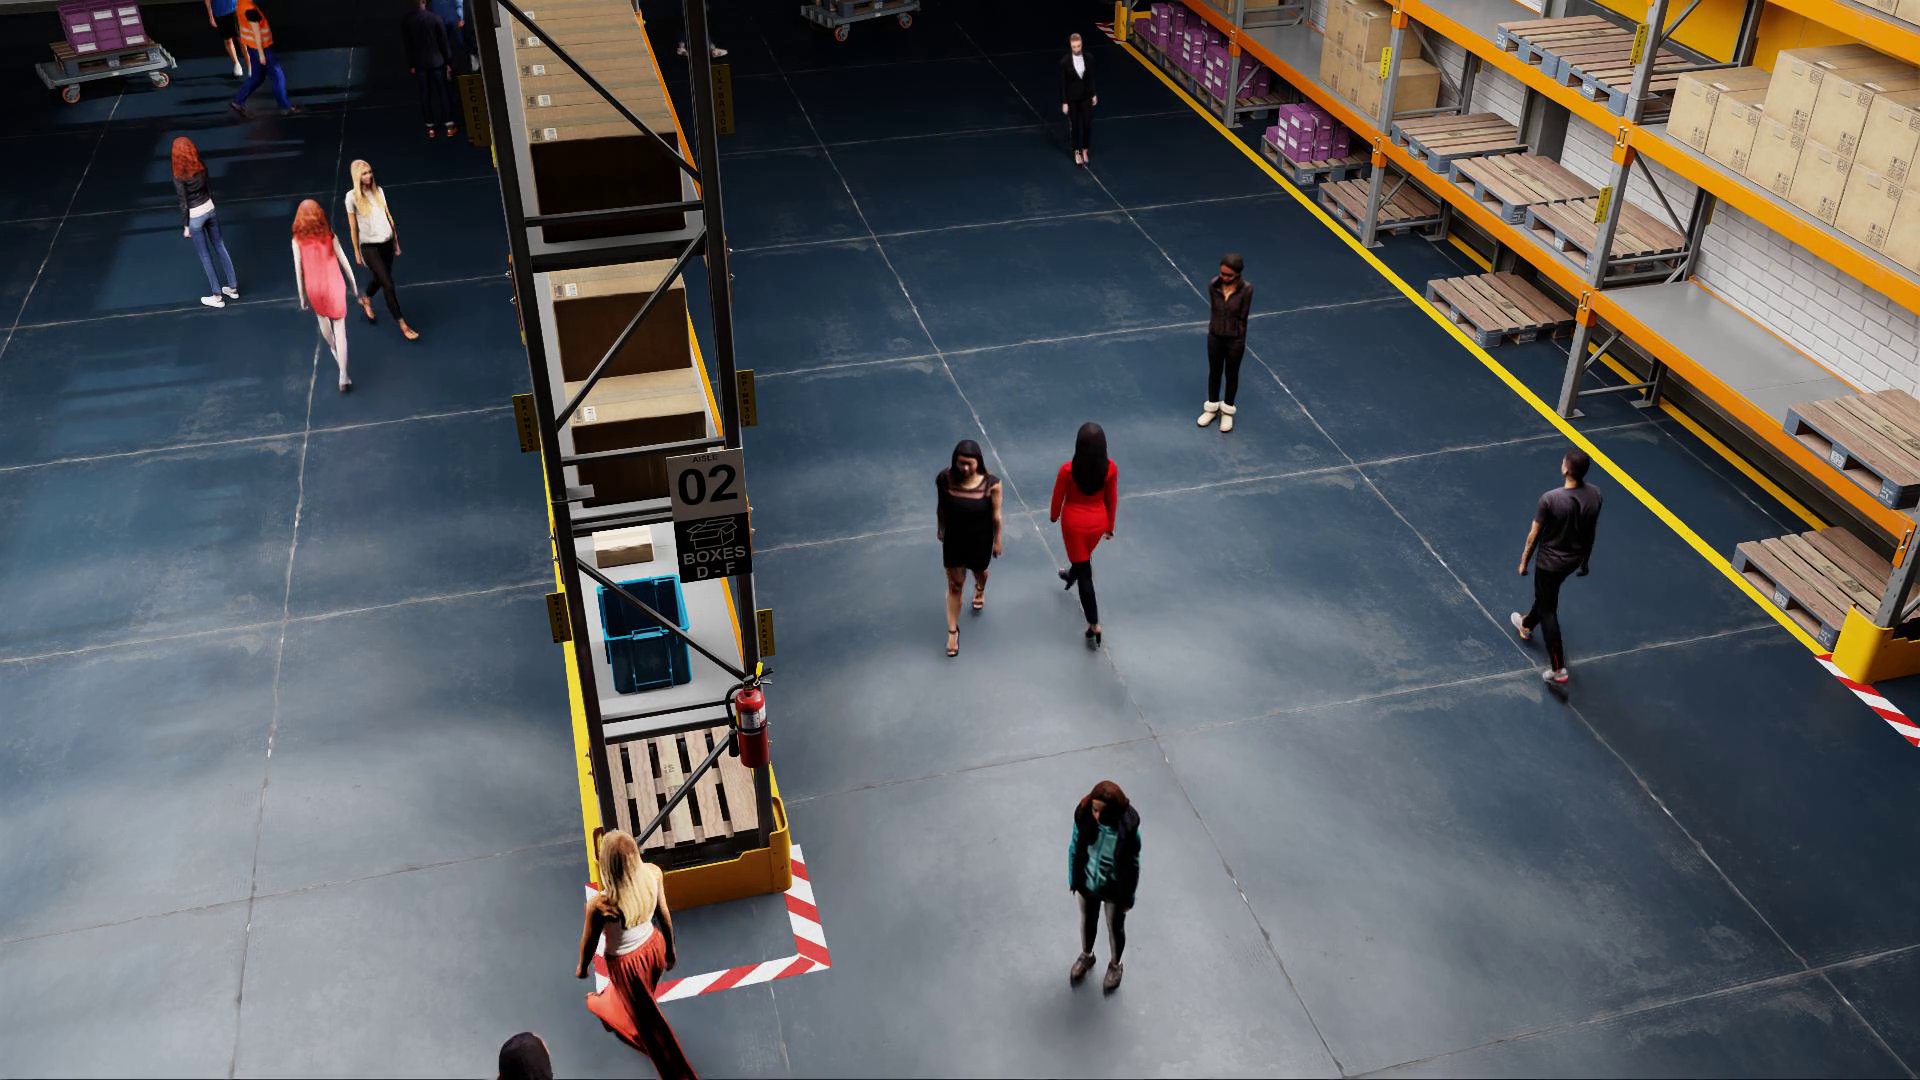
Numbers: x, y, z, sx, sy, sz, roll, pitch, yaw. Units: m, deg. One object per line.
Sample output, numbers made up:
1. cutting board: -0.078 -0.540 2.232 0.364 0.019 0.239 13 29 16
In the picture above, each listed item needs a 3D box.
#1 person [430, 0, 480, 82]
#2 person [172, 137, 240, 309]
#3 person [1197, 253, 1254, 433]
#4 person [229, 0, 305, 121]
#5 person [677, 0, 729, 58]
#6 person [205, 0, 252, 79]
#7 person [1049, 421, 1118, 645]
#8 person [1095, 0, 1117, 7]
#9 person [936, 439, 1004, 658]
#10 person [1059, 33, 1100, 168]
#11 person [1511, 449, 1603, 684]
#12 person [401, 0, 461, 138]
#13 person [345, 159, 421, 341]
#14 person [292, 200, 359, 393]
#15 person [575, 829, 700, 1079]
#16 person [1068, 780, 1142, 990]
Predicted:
1. person: -7.033 -7.268 22.987 1.036 1.774 1.241 7 34 11
2. person: -7.711 -3.247 16.926 0.730 1.787 0.662 15 37 22
3. person: 2.390 -1.814 14.885 0.760 1.659 0.701 -5 34 -7
4. person: -9.161 -6.348 21.523 1.005 1.861 1.167 -22 39 -29
5. person: -3.873 -7.608 23.798 0.775 1.441 0.972 0 34 -1
6. person: -10.176 -7.336 23.032 0.754 1.837 1.040 -14 36 -20
7. person: 0.929 -0.013 12.148 0.634 1.690 1.107 -10 35 -15
8. person: 2.298 -9.367 26.109 0.779 1.813 0.594 -1 34 -2
9. person: 0.080 -0.039 12.204 0.930 1.670 1.154 4 34 7
10. person: 1.409 -5.360 20.210 0.693 1.669 0.626 -8 34 -12
11. person: 4.260 0.217 11.771 0.659 1.724 1.154 -8 34 -11
12. person: -6.735 -6.035 21.093 0.731 1.817 0.640 -3 34 -5
13. person: -5.804 -2.874 16.357 1.197 1.794 1.103 19 38 26
14. person: -5.854 -2.215 15.364 0.646 1.796 0.975 -8 34 -11
15. person: -1.612 2.298 8.633 1.347 1.732 1.159 23 40 31
16. person: 0.817 1.925 9.405 0.680 1.498 0.727 12 35 17
